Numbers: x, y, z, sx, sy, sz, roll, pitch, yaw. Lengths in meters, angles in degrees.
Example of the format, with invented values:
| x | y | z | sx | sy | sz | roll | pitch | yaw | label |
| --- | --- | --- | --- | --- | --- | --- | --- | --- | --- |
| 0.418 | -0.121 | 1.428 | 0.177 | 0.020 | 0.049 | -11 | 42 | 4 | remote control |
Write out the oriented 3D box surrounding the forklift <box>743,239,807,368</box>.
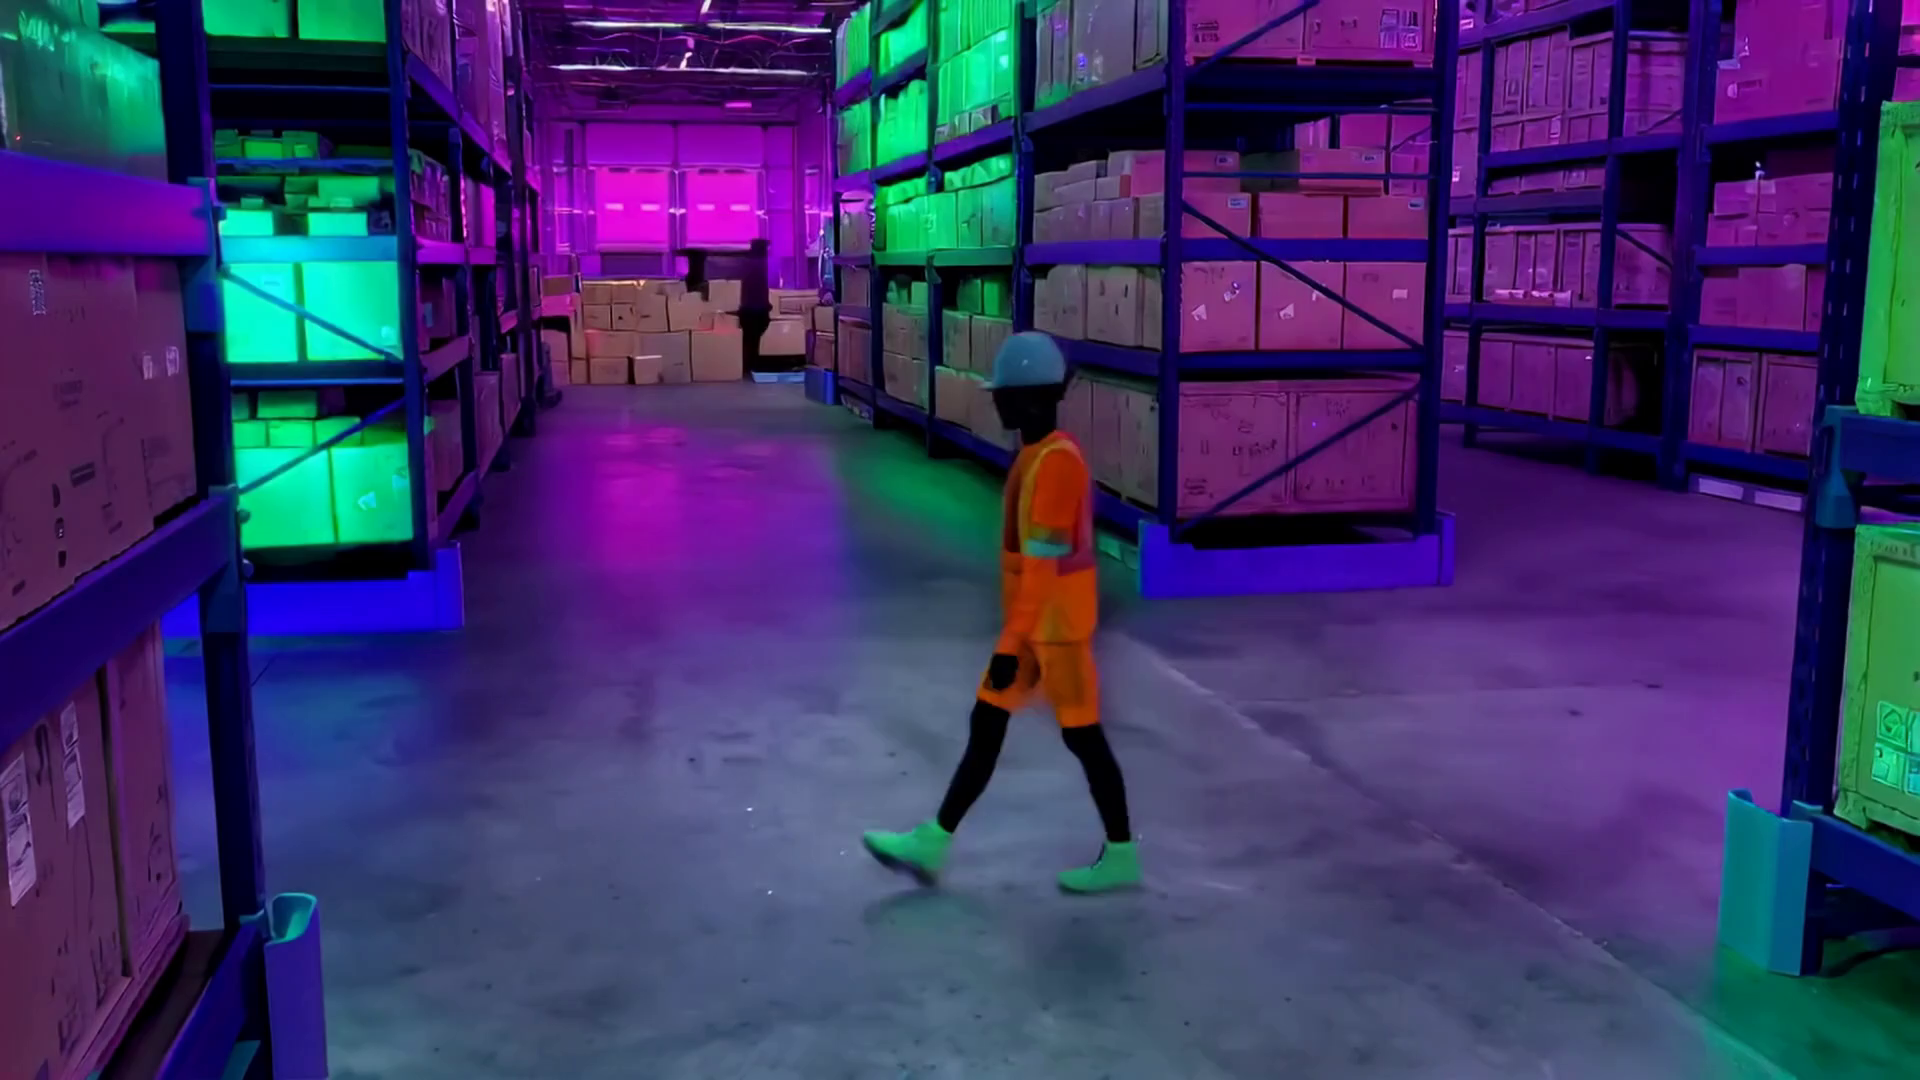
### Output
| x | y | z | sx | sy | sz | roll | pitch | yaw | label |
| --- | --- | --- | --- | --- | --- | --- | --- | --- | --- |
| -4.349 | -5.159 | 36.268 | 1.873 | 2.768 | 1.129 | -2 | 10 | -12 | forklift |

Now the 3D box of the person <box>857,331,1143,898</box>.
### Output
| x | y | z | sx | sy | sz | roll | pitch | yaw | label |
| --- | --- | --- | --- | --- | --- | --- | --- | --- | --- |
| 0.165 | 0.285 | 5.764 | 1.062 | 1.988 | 0.623 | -1 | 9 | -8 | person |

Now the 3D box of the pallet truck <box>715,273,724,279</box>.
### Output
| x | y | z | sx | sy | sz | roll | pitch | yaw | label |
| --- | --- | --- | --- | --- | --- | --- | --- | --- | --- |
| -8.580 | -8.986 | 62.280 | 1.885 | 1.965 | 0.823 | 1 | 9 | 5 | pallet truck |

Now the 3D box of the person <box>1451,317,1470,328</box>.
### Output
| x | y | z | sx | sy | sz | roll | pitch | yaw | label |
| --- | --- | --- | --- | --- | --- | --- | --- | --- | --- |
| 9.451 | -3.830 | 31.167 | 0.712 | 1.886 | 0.558 | -2 | 10 | -13 | person |

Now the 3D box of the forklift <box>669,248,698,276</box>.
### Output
| x | y | z | sx | sy | sz | roll | pitch | yaw | label |
| --- | --- | --- | --- | --- | --- | --- | --- | --- | --- |
| -9.059 | -8.182 | 54.697 | 1.129 | 2.768 | 1.873 | -8 | 12 | -40 | forklift |
